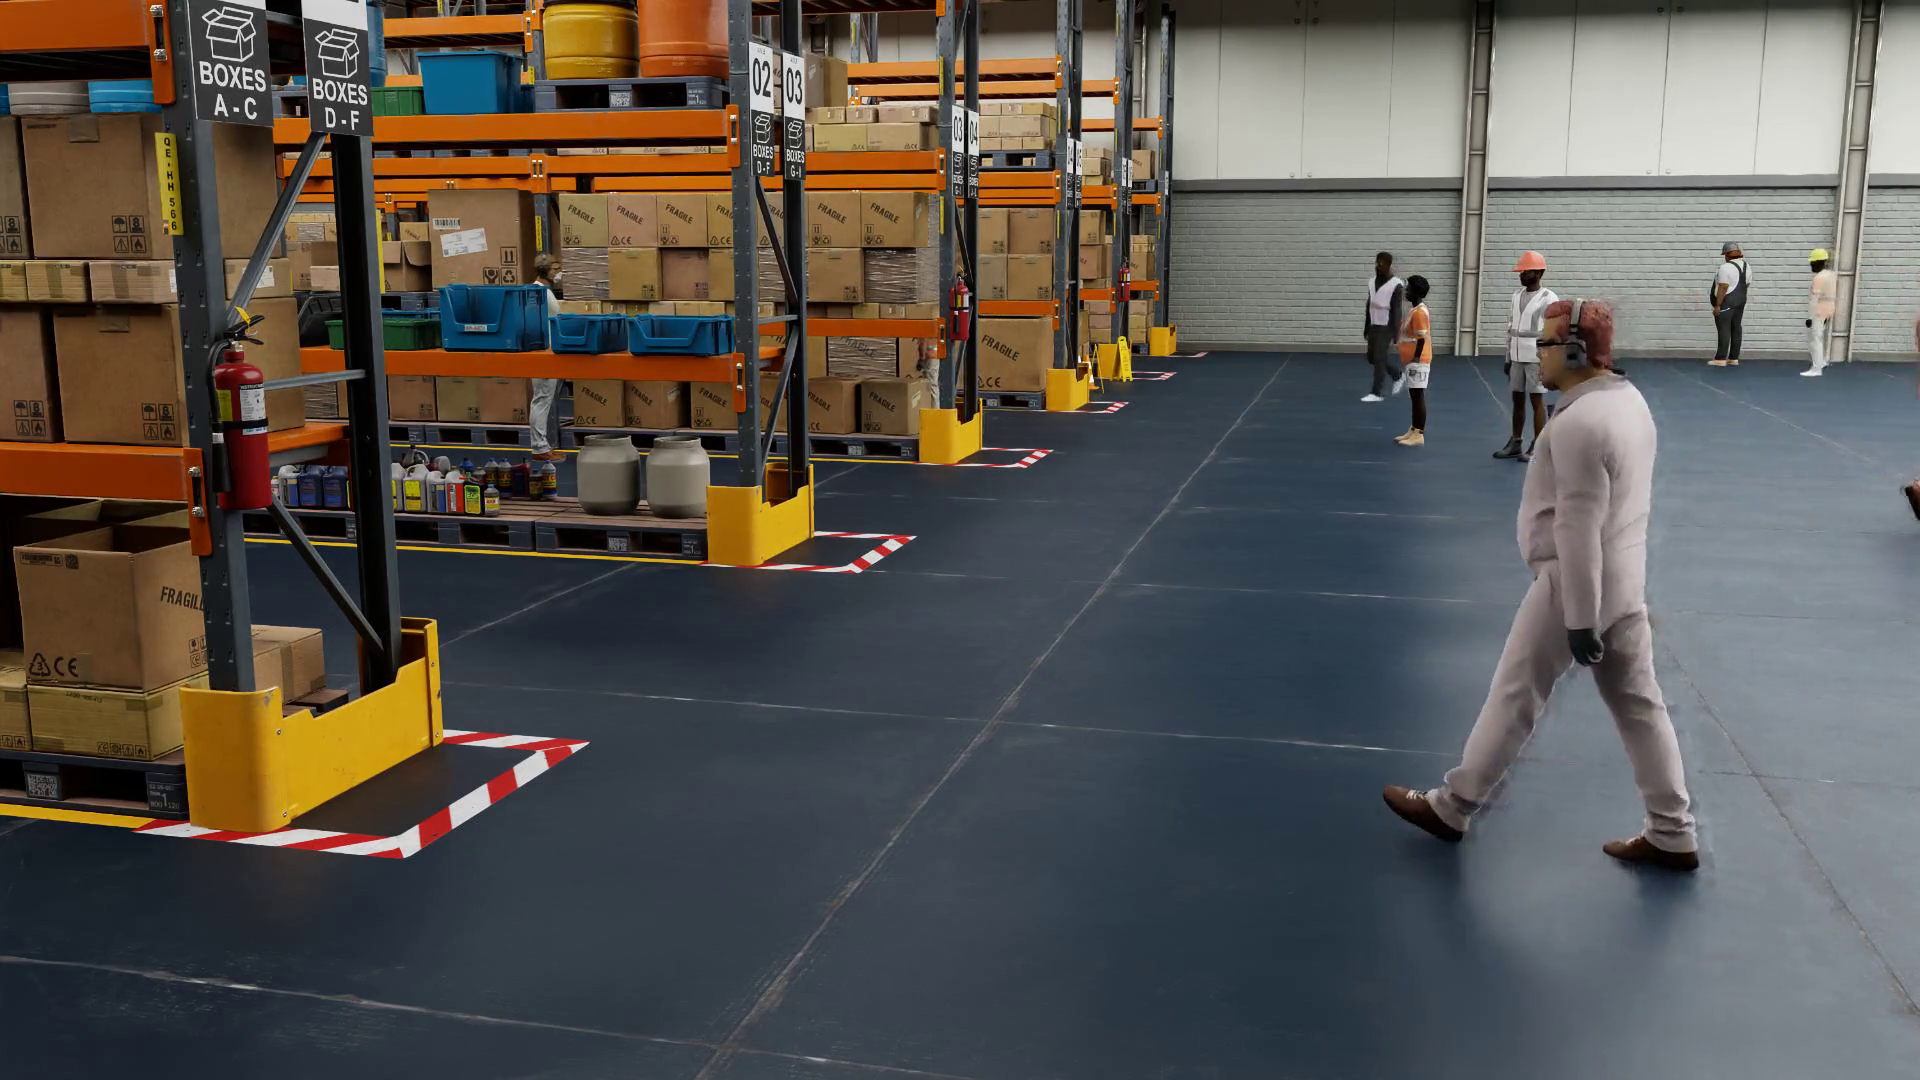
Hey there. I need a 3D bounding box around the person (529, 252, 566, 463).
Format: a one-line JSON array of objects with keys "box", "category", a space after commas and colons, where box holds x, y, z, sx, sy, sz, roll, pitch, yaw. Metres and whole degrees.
[{"box": [-3.826, -1.669, 15.310, 0.373, 1.932, 0.630, -2, 11, -13], "category": "person"}]

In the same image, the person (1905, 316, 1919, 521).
[{"box": [7.006, -1.011, 11.776, 0.655, 1.880, 0.667, -3, 11, -15], "category": "person"}]

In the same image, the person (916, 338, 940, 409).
[{"box": [-0.265, -1.884, 17.297, 0.311, 1.636, 0.523, 8, 13, 36], "category": "person"}]

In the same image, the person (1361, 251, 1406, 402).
[{"box": [5.420, -2.712, 21.148, 0.670, 1.902, 0.611, -4, 11, -22], "category": "person"}]

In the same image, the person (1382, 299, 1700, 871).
[{"box": [1.986, 0.147, 5.460, 1.010, 1.853, 0.660, 8, 13, 38], "category": "person"}]

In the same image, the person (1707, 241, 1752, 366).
[{"box": [12.514, -3.865, 27.152, 0.676, 2.000, 0.536, -6, 12, -28], "category": "person"}]

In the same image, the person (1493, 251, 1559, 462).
[{"box": [5.244, -1.688, 15.370, 0.369, 1.939, 0.542, -5, 11, -25], "category": "person"}]

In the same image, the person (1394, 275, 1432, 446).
[{"box": [4.523, -1.778, 16.540, 0.321, 1.697, 0.529, 2, 10, 10], "category": "person"}]

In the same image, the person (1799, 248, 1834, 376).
[{"box": [12.836, -3.403, 24.941, 0.420, 1.911, 0.620, 8, 13, 37], "category": "person"}]
